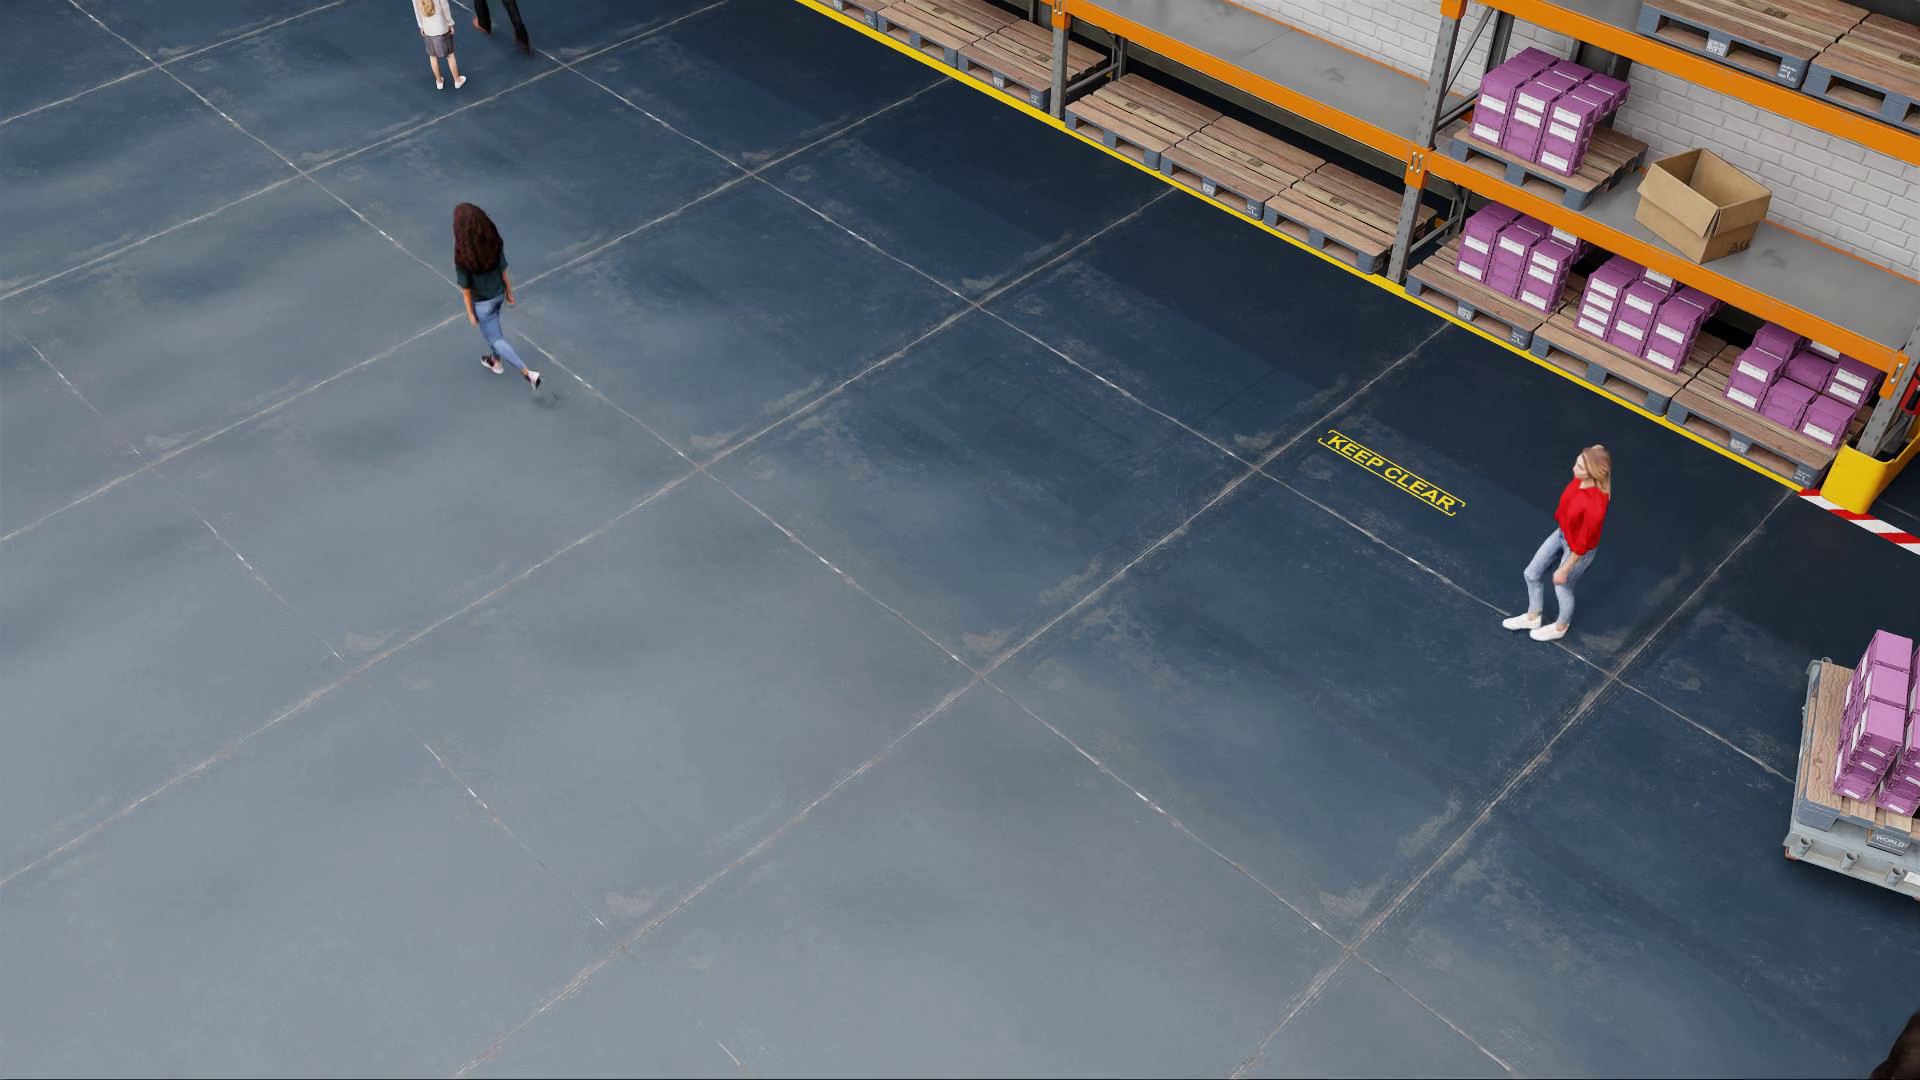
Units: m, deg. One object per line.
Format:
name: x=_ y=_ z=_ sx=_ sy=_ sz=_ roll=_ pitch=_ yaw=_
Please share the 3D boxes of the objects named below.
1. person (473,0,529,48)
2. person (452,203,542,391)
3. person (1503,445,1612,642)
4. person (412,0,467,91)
person: x=-4.797 y=-5.834 z=17.004 sx=0.753 sy=1.707 sz=1.229 roll=-28 pitch=50 yaw=-27
person: x=-3.610 y=-1.842 z=12.899 sx=1.045 sy=1.588 sz=0.657 roll=30 pitch=51 yaw=28
person: x=4.071 y=0.047 z=10.843 sx=0.842 sy=1.690 sz=0.780 roll=-1 pitch=44 yaw=-1
person: x=-5.220 y=-5.111 z=16.558 sx=0.605 sy=1.276 sz=0.660 roll=-3 pitch=44 yaw=-3
